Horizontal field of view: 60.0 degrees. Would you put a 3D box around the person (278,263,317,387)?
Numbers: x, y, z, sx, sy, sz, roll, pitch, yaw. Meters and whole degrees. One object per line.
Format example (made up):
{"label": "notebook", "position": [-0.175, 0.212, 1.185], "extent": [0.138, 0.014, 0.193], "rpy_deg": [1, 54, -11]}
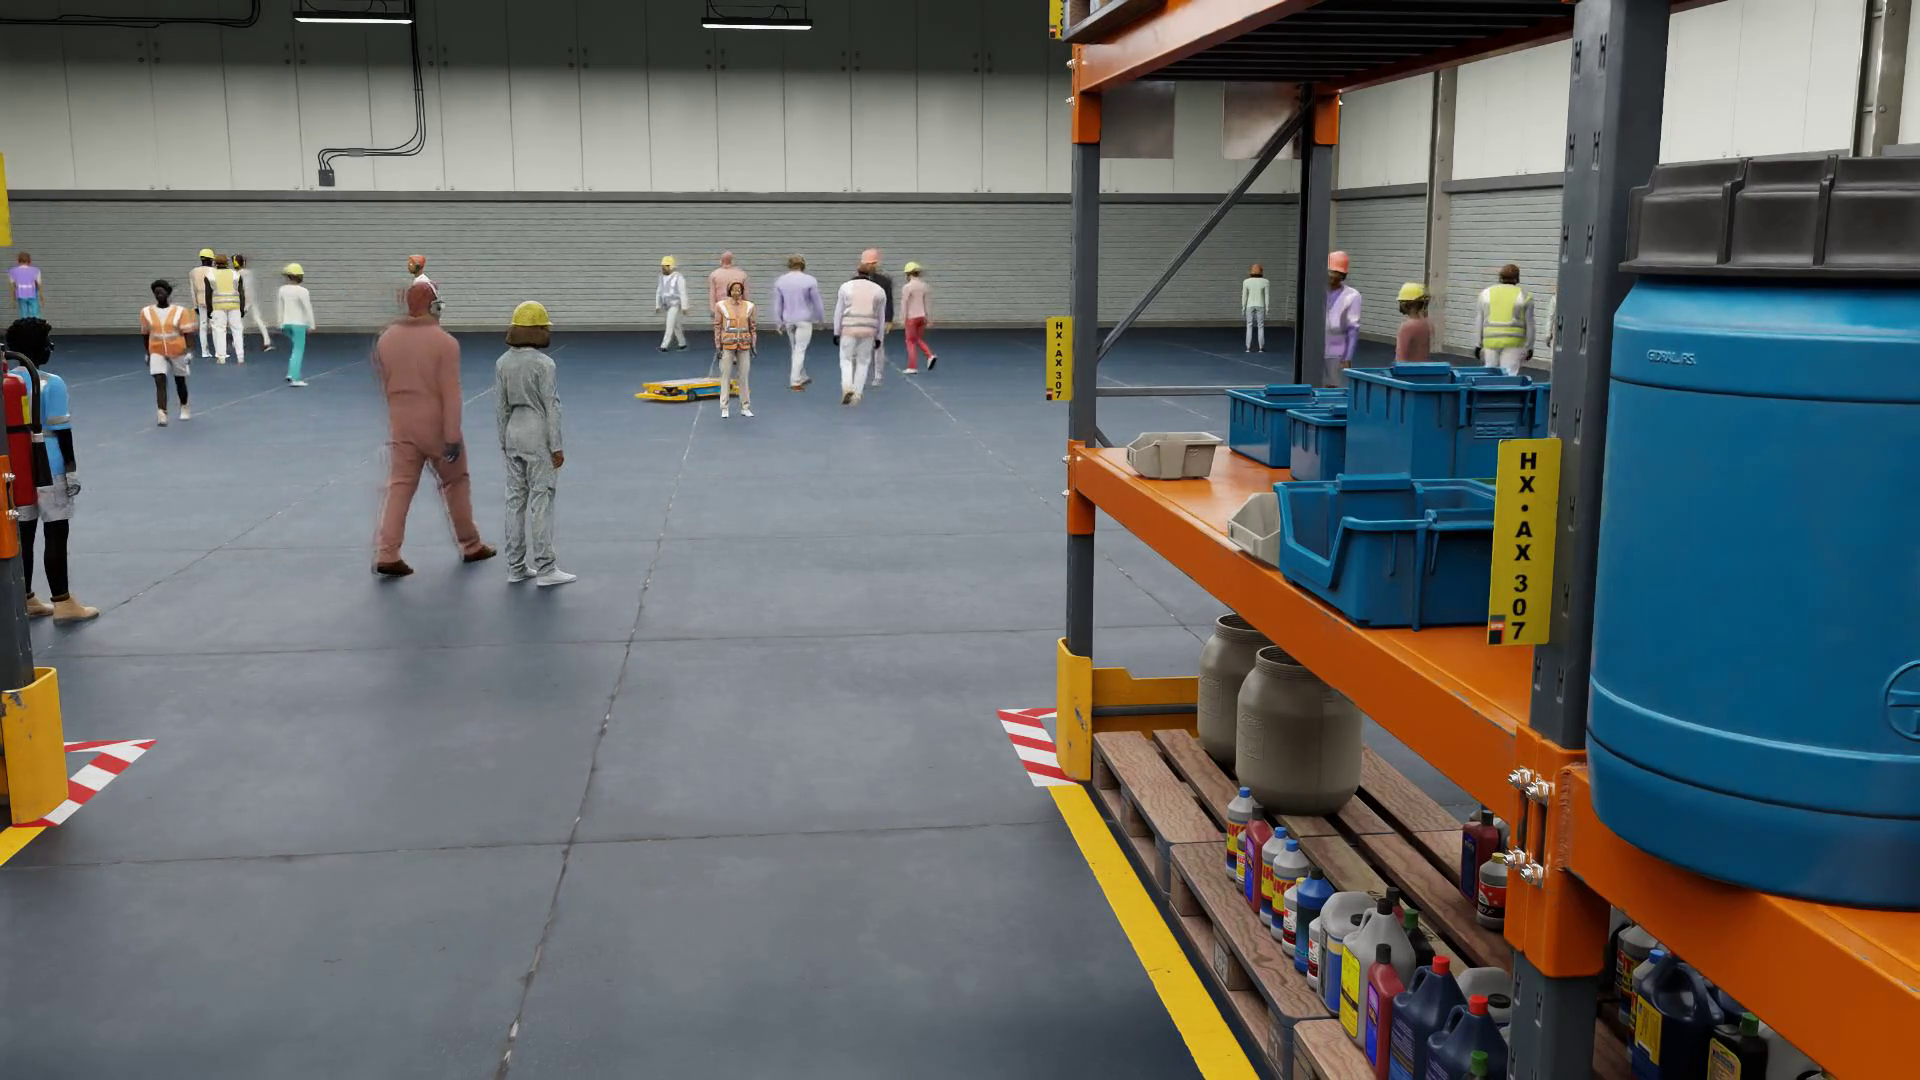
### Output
{"label": "person", "position": [-9.471, -3.063, 23.775], "extent": [0.541, 1.753, 0.495], "rpy_deg": [5, 12, 26]}

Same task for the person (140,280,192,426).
{"label": "person", "position": [-9.068, -2.153, 19.056], "extent": [0.544, 1.649, 0.902], "rpy_deg": [-3, 11, -17]}

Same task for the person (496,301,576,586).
{"label": "person", "position": [-2.628, -0.595, 10.250], "extent": [0.491, 1.743, 0.324], "rpy_deg": [6, 12, 31]}

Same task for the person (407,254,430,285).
{"label": "person", "position": [-7.617, -3.088, 23.537], "extent": [0.360, 1.883, 0.574], "rpy_deg": [-5, 11, -25]}

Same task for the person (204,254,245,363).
{"label": "person", "position": [-12.421, -3.906, 28.128], "extent": [0.621, 1.845, 0.429], "rpy_deg": [-6, 12, -30]}

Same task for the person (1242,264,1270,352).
{"label": "person", "position": [5.490, -4.301, 30.867], "extent": [0.505, 1.632, 0.269], "rpy_deg": [3, 11, 14]}

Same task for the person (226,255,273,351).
{"label": "person", "position": [-13.269, -4.401, 30.966], "extent": [1.039, 1.810, 0.551], "rpy_deg": [4, 11, 20]}

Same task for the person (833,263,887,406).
{"label": "person", "position": [-1.268, -2.587, 21.014], "extent": [0.698, 1.805, 0.471], "rpy_deg": [-2, 10, -10]}

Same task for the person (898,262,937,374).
{"label": "person", "position": [-0.684, -3.461, 25.949], "extent": [0.482, 1.748, 0.545], "rpy_deg": [8, 13, 37]}

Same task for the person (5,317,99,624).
{"label": "person", "position": [-5.091, -0.380, 9.199], "extent": [0.540, 1.695, 0.318], "rpy_deg": [4, 11, 20]}

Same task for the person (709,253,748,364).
{"label": "person", "position": [-3.918, -3.916, 28.159], "extent": [0.667, 1.848, 1.002], "rpy_deg": [-3, 11, -14]}

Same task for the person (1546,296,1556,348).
{"label": "person", "position": [7.947, -2.613, 21.614], "extent": [0.545, 1.617, 0.633], "rpy_deg": [0, 10, -2]}

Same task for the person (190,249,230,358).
{"label": "person", "position": [-13.248, -4.165, 29.346], "extent": [0.585, 1.917, 0.382], "rpy_deg": [2, 10, 8]}

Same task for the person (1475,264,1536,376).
{"label": "person", "position": [6.230, -2.223, 18.940], "extent": [0.649, 1.824, 0.600], "rpy_deg": [7, 12, 34]}

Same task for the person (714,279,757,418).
{"label": "person", "position": [-2.657, -2.265, 19.699], "extent": [0.511, 1.638, 0.308], "rpy_deg": [-4, 11, -22]}

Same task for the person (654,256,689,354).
{"label": "person", "position": [-5.327, -4.334, 30.653], "extent": [0.616, 1.786, 0.940], "rpy_deg": [8, 13, 36]}

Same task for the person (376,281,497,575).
{"label": "person", "position": [-3.417, -0.714, 10.612], "extent": [0.652, 1.862, 0.993], "rpy_deg": [4, 11, 19]}

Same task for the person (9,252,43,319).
{"label": "person", "position": [-18.607, -4.820, 33.187], "extent": [0.562, 1.831, 0.441], "rpy_deg": [-4, 11, -21]}

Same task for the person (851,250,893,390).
{"label": "person", "position": [-1.250, -3.088, 23.381], "extent": [0.641, 1.939, 1.017], "rpy_deg": [1, 10, 7]}

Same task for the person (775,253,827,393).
{"label": "person", "position": [-2.181, -3.006, 23.056], "extent": [0.642, 1.898, 0.874], "rpy_deg": [5, 11, 25]}

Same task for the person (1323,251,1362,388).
{"label": "person", "position": [3.663, -1.875, 16.594], "extent": [0.633, 1.983, 0.970], "rpy_deg": [4, 11, 20]}

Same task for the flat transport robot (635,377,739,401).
{"label": "flat transport robot", "position": [-3.547, -2.003, 22.005], "extent": [0.652, 0.197, 1.431], "rpy_deg": [7, 13, 35]}

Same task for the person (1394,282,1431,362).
{"label": "person", "position": [4.099, -1.429, 14.873], "extent": [0.846, 1.735, 0.532], "rpy_deg": [8, 13, 36]}
